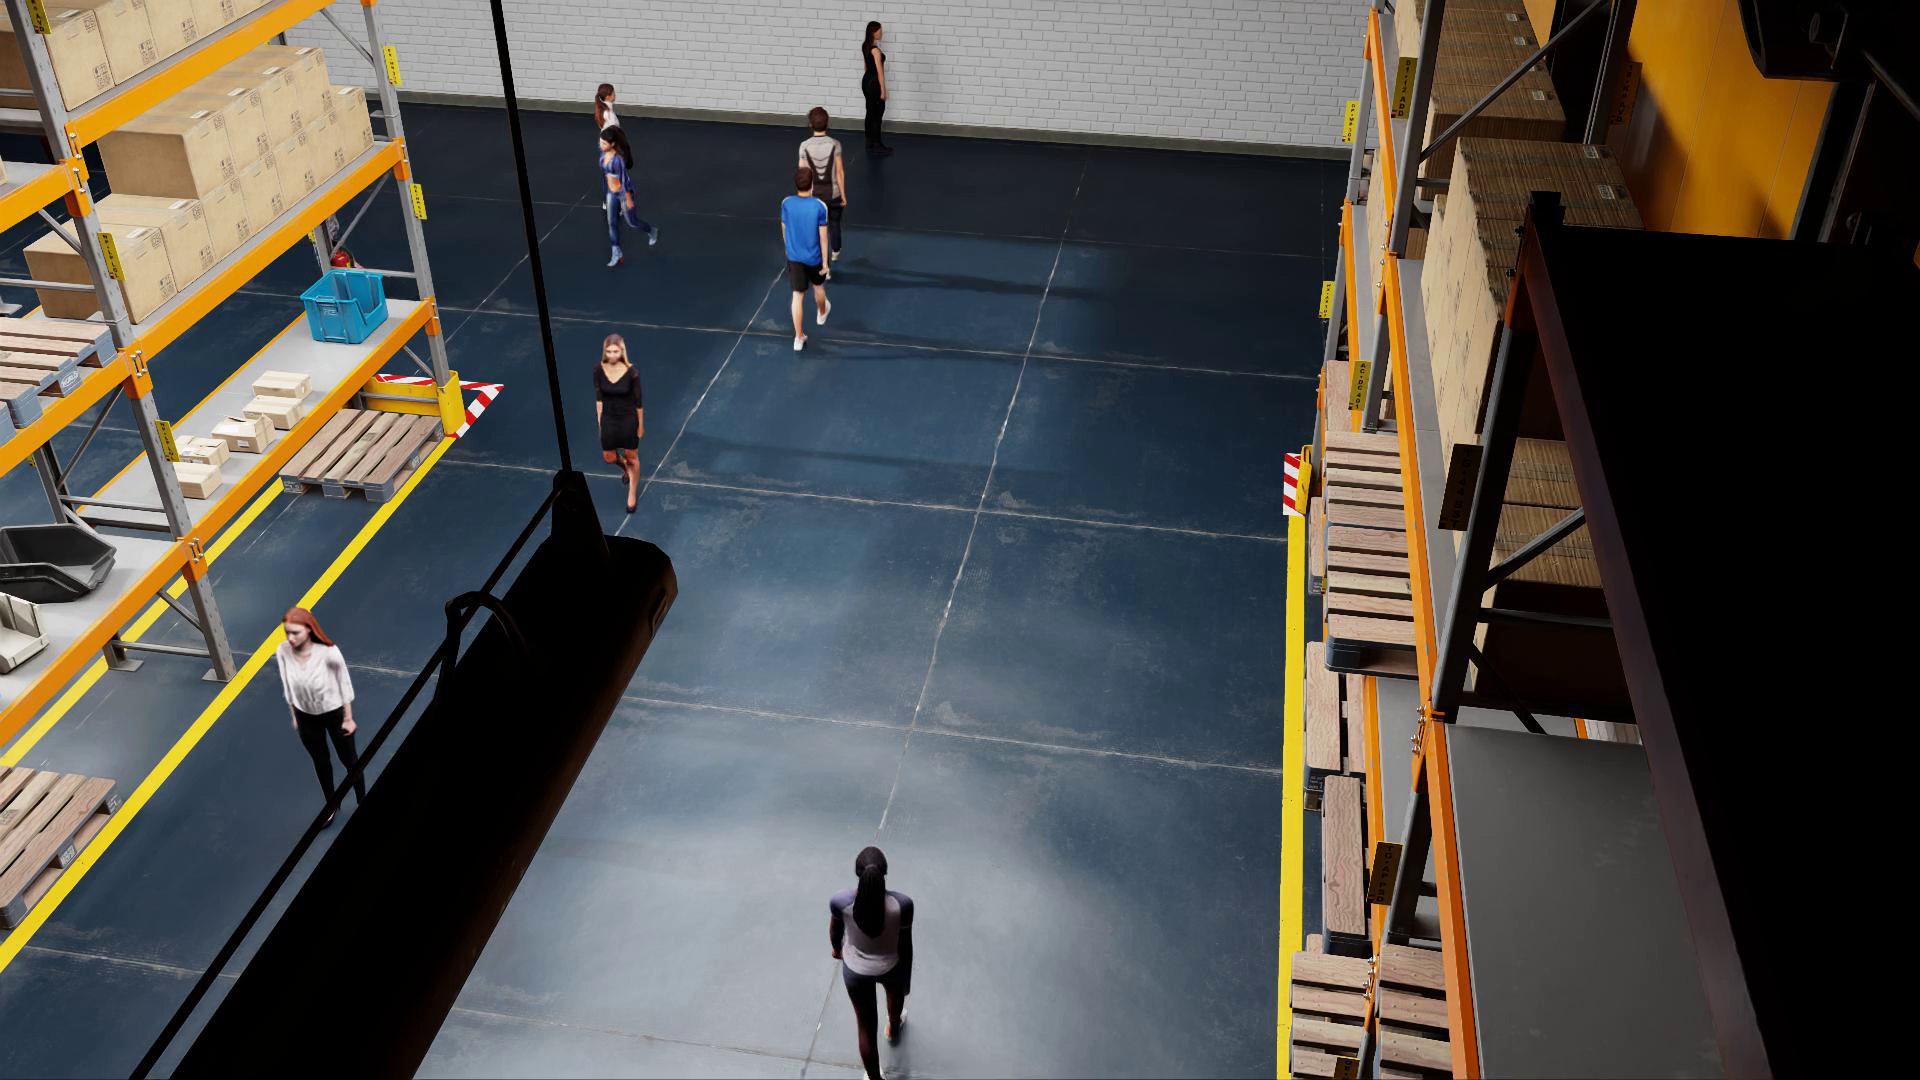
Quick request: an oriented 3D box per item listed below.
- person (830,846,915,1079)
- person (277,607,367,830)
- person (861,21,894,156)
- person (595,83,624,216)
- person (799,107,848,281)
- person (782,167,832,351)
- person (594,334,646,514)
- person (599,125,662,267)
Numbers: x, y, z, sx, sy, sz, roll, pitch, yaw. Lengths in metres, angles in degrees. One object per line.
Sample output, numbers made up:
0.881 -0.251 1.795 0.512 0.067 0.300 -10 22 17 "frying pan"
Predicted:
-0.477 2.408 9.026 0.754 1.695 1.001 -2 34 -4 "person"
-4.143 1.159 10.846 0.600 1.758 0.517 3 34 4 "person"
-1.109 -5.824 21.416 0.749 1.687 0.671 -16 37 -22 "person"
-4.173 -4.656 19.781 0.677 1.553 0.615 -20 39 -27 "person"
-1.485 -3.733 18.109 0.850 1.867 1.082 -2 34 -3 "person"
-1.587 -2.808 16.758 0.733 1.822 1.250 2 34 3 "person"
-2.885 -1.035 14.232 0.592 1.665 0.706 2 34 4 "person"
-3.718 -3.858 18.539 0.942 1.599 1.098 27 42 34 "person"
